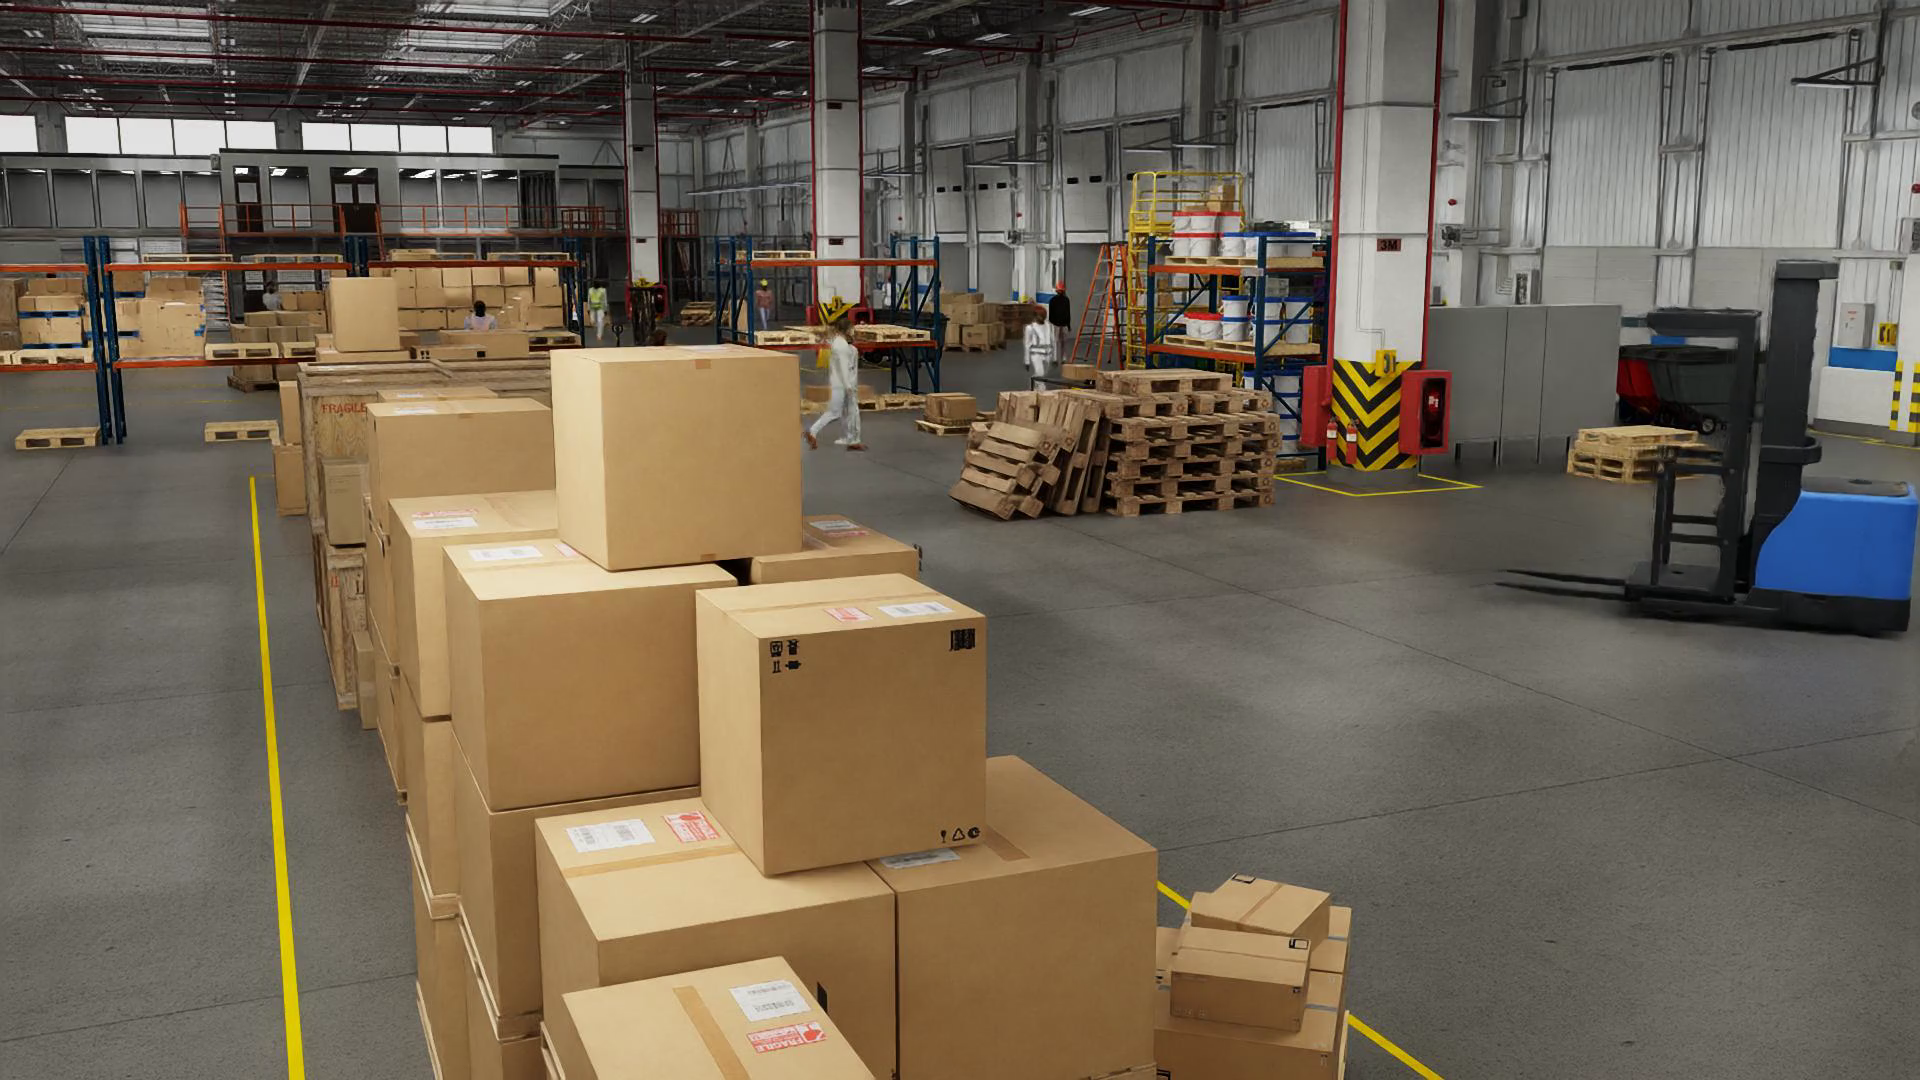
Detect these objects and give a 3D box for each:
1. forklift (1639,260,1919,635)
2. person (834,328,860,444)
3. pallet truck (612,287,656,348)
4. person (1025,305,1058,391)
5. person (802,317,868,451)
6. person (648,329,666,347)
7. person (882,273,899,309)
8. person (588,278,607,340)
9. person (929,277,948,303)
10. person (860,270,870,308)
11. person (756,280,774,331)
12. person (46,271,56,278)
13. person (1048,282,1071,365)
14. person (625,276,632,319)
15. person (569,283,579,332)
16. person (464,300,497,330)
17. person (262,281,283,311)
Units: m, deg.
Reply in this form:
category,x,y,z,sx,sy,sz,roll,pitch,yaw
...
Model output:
category,x,y,z,sx,sy,sz,roll,pitch,yaw
forklift,6.478,-0.787,13.025,1.873,2.768,1.129,5,12,27
person,-1.683,-2.280,24.390,0.322,1.741,0.489,7,12,34
pallet truck,-6.464,-4.406,35.401,0.823,1.965,1.885,6,12,32
person,1.368,-3.163,28.955,0.575,1.859,0.843,-7,13,-35
person,-1.760,-2.183,23.404,0.843,1.912,0.629,0,10,2
person,-3.869,-1.830,21.670,0.382,1.826,0.520,2,11,12
person,-2.221,-7.562,53.086,0.574,1.888,0.962,-1,10,-8
person,-10.723,-6.824,49.207,0.639,1.824,0.431,3,11,15
person,-0.658,-6.903,49.552,0.606,1.863,0.969,4,11,20
person,-3.566,-8.903,60.441,0.640,1.909,1.120,0,10,1
person,-6.014,-7.142,51.236,0.532,1.725,0.883,-5,11,-25
person,-28.061,-7.344,51.498,0.605,2.034,0.392,-3,11,-18
person,2.366,-5.105,39.318,0.617,1.982,0.406,-7,13,-35
person,-12.137,-9.148,61.668,0.609,1.951,0.377,2,10,10
person,-11.505,-6.807,49.468,0.317,1.696,0.539,0,10,1
person,-9.009,-3.584,31.306,0.633,1.841,0.429,-3,11,-17
person,-18.552,-6.064,44.930,0.516,1.859,0.502,-2,11,-13
